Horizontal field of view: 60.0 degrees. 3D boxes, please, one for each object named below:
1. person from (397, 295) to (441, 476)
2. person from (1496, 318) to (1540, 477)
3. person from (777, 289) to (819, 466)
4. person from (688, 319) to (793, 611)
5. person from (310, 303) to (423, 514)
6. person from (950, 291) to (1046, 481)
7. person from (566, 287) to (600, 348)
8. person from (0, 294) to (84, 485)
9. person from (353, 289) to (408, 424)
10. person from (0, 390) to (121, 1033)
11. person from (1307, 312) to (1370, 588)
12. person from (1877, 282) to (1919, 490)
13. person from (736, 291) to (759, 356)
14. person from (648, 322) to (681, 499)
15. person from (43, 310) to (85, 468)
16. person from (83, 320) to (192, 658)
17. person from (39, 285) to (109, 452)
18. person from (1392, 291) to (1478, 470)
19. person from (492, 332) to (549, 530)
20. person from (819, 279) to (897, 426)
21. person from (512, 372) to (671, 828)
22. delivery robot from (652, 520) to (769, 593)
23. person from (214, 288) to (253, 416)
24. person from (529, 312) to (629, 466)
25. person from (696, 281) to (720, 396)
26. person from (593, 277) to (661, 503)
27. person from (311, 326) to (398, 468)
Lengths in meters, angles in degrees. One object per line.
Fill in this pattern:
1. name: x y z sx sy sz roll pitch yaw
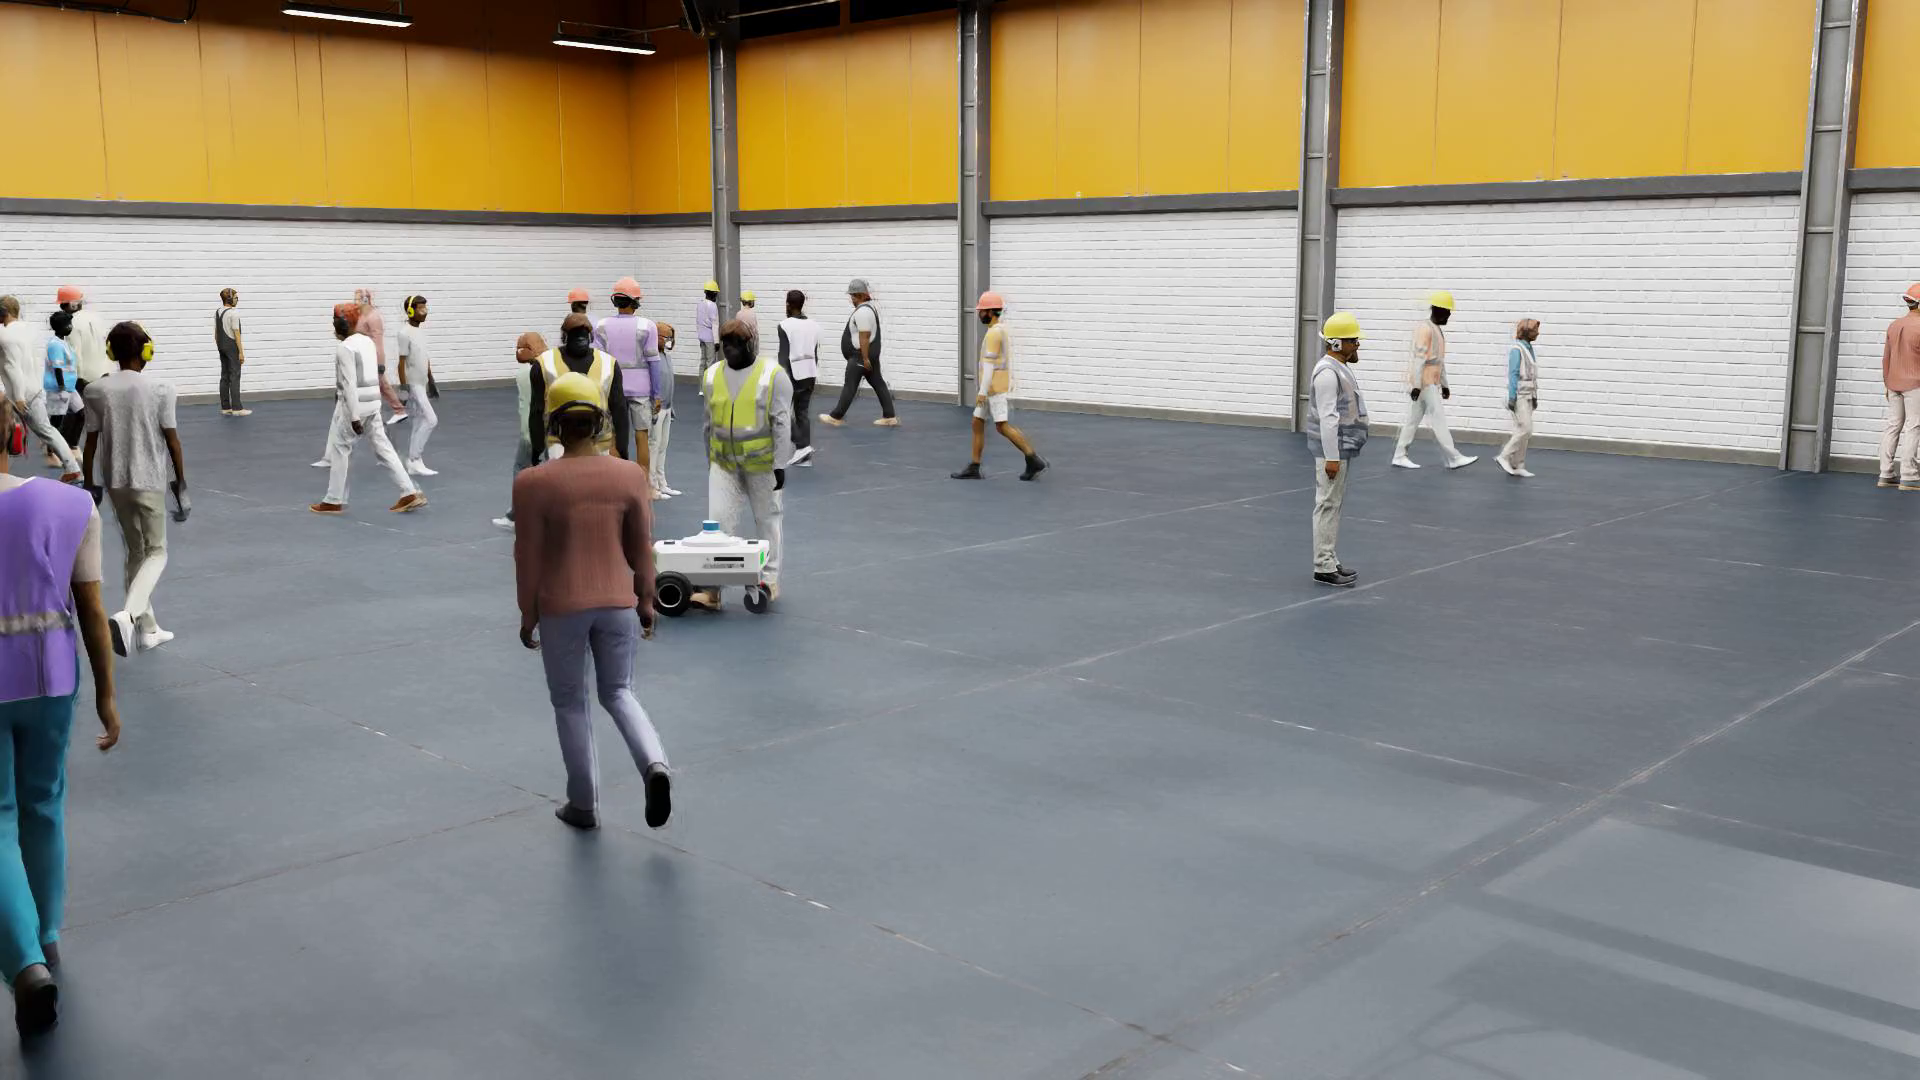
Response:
1. person: -5.507 -1.571 17.029 0.466 1.857 0.518 0 9 -1
2. person: 5.730 -1.437 16.892 0.373 1.622 0.534 7 12 38
3. person: -1.750 -1.727 17.826 0.457 1.899 0.614 7 12 37
4. person: -1.363 -0.455 10.320 0.642 1.798 0.912 2 10 15
5. person: -5.144 -1.127 14.367 0.964 1.844 0.580 2 9 11
6. person: 0.407 -1.526 16.616 0.940 1.907 0.553 0 9 3
7. person: -4.570 -2.070 19.960 0.856 1.895 0.553 7 11 35
8. person: -9.014 -1.411 15.972 1.067 1.883 0.644 -1 9 -7
9. person: -8.001 -2.467 22.530 1.035 1.859 0.637 -5 11 -29
10. person: -2.725 0.455 4.762 0.571 1.813 0.893 -8 12 -40
11. person: 2.538 -0.609 11.182 0.404 1.833 0.587 3 10 17
12. person: 9.153 -1.476 16.003 0.386 1.992 0.624 -2 9 -9
13. person: -3.433 -3.157 27.013 0.315 1.769 0.525 -9 13 -43
14. person: -2.772 -1.201 15.419 0.282 1.633 0.498 2 9 11
15. person: -9.533 -1.607 17.761 0.548 1.672 0.569 -3 10 -18
16. person: -4.521 -0.268 9.058 0.552 1.844 0.730 0 9 0
17. person: -9.842 -1.875 18.630 1.063 1.919 0.643 2 9 12
18. person: 5.038 -1.663 17.505 0.974 1.871 0.606 4 10 25
19. person: -3.466 -0.861 13.394 0.757 1.601 0.522 5 10 28
20. person: -1.338 -2.547 22.428 1.038 2.000 0.699 2 9 10
21. person: -1.346 0.258 6.148 0.524 1.743 0.586 -7 11 -35
22. delivery robot: -1.540 0.120 10.331 0.707 0.478 0.477 0 9 -2
23. person: -10.537 -2.710 24.027 0.513 1.844 0.328 6 11 32
24. person: -2.572 -0.632 11.360 0.661 1.814 0.784 -4 10 -23
25. person: -4.154 -3.342 27.658 0.385 1.922 0.594 -7 11 -36
26. person: -2.995 -1.346 15.060 0.611 2.043 0.375 1 9 6
27. person: -6.490 -1.572 17.812 0.870 1.598 0.506 -2 9 -11
